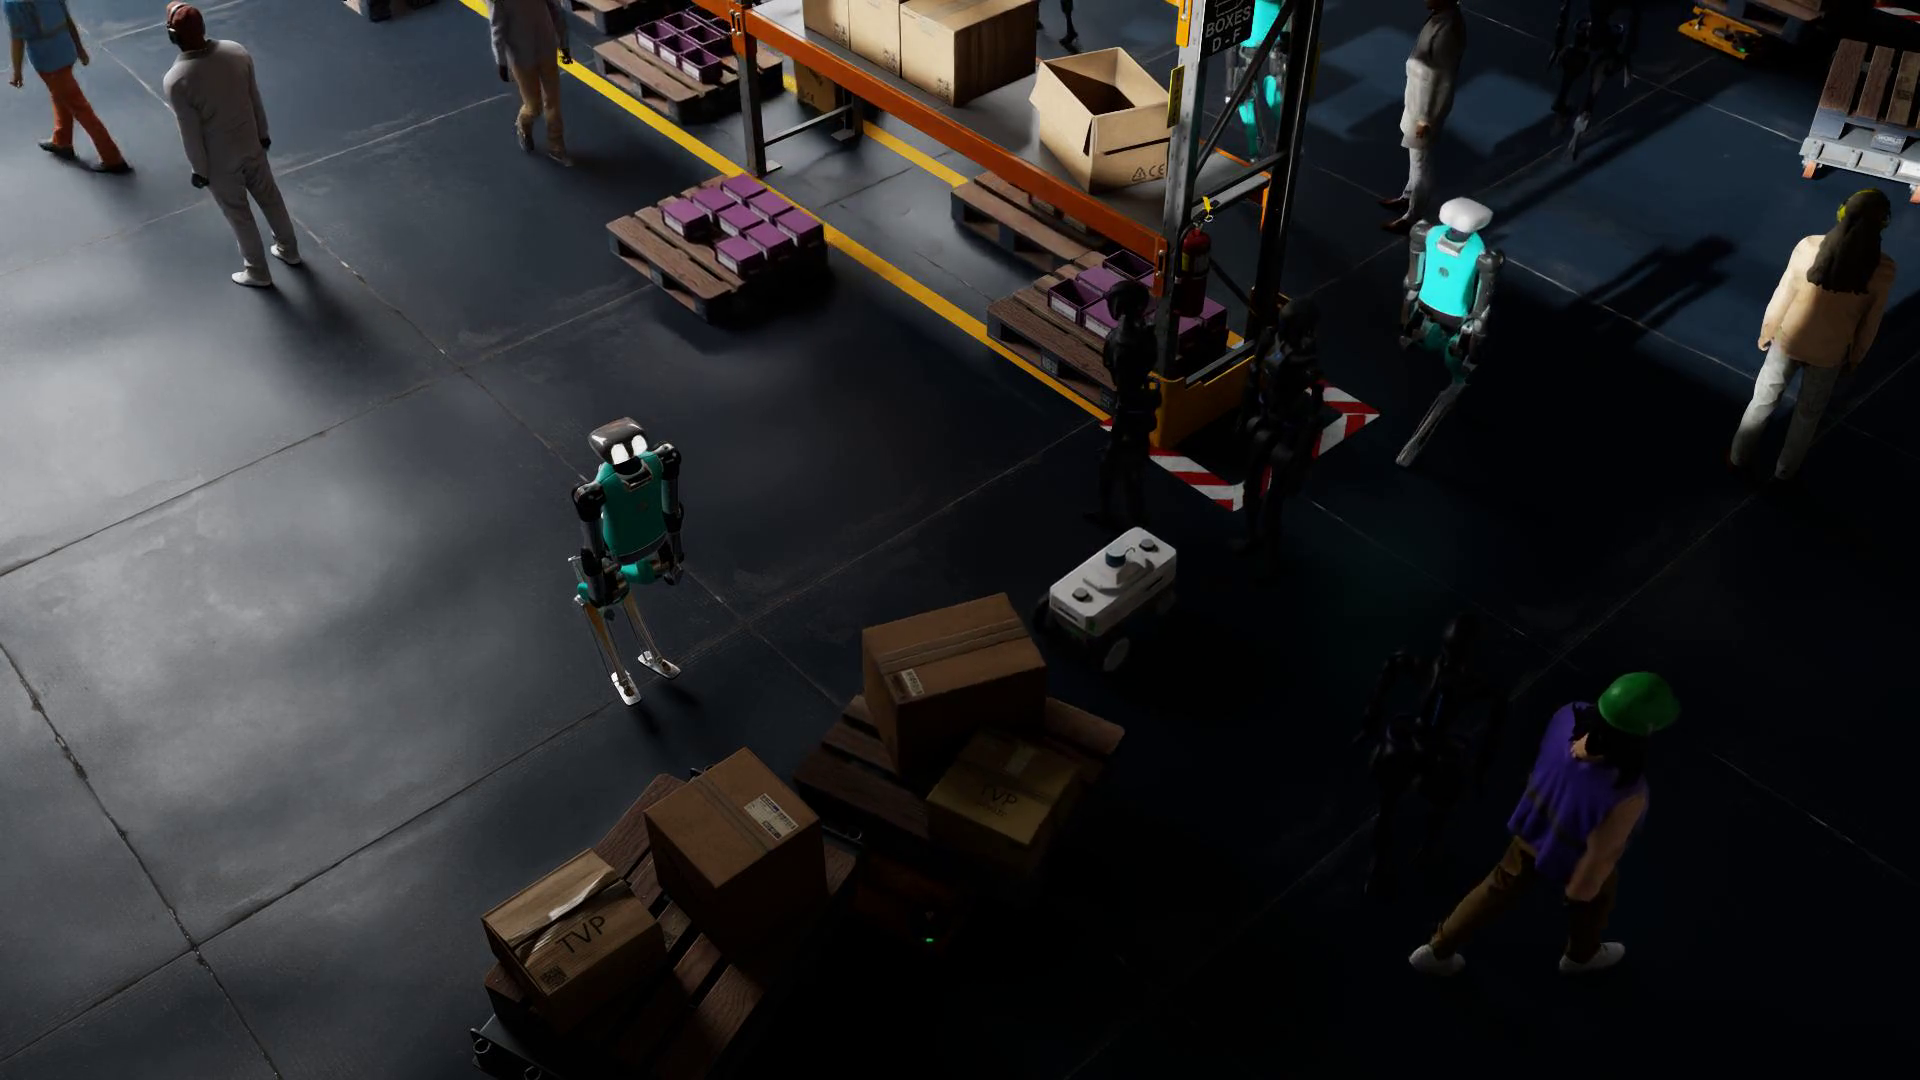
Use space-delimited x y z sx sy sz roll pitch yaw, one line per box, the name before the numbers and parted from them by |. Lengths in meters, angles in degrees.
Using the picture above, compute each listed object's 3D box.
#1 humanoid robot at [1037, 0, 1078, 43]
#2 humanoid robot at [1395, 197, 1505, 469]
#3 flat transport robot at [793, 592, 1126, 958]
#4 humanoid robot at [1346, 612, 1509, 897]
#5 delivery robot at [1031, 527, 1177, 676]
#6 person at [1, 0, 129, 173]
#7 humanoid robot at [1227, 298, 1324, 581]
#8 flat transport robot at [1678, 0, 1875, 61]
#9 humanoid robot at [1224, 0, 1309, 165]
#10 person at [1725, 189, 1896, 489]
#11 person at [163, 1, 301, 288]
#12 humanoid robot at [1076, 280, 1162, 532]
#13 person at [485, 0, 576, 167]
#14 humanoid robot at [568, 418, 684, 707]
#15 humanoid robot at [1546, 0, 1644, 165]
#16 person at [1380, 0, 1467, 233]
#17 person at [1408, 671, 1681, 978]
humanoid robot | 0.735 -4.815 13.317 0.601 1.640 0.706 -10 44 -11
humanoid robot | 2.862 -1.252 9.389 0.531 1.776 0.970 32 52 30
flat transport robot | -0.025 1.235 7.751 0.659 0.231 1.431 21 47 21
humanoid robot | 1.962 0.897 7.079 0.603 1.653 0.358 18 45 18
delivery robot | 0.784 0.259 8.578 0.738 0.563 0.499 -34 52 -31
person | -6.490 -3.395 11.696 0.855 1.731 0.506 8 43 8
humanoid robot | 1.640 -0.546 8.641 0.355 1.649 0.591 -19 46 -20
flat transport robot | 6.714 -4.366 13.844 1.431 0.231 0.659 -26 48 -25
humanoid robot | 2.122 -3.004 11.287 0.542 1.789 0.826 -17 45 -17
person | 4.647 -1.065 9.068 0.564 1.875 0.391 22 47 22
person | -4.687 -2.508 10.614 0.406 1.905 0.651 19 46 19
humanoid robot | 0.889 -0.622 8.737 0.498 1.639 0.595 8 43 9
person | -3.019 -3.468 11.775 0.588 1.735 0.422 -32 51 -30
humanoid robot | -1.638 0.036 7.872 0.533 1.677 0.735 -32 51 -30
humanoid robot | 4.550 -3.511 11.878 0.607 1.648 0.445 22 47 22
person | 3.107 -2.921 11.121 0.360 1.828 0.515 7 43 7
person | 2.394 1.183 6.607 0.926 1.893 0.528 -14 44 -15
